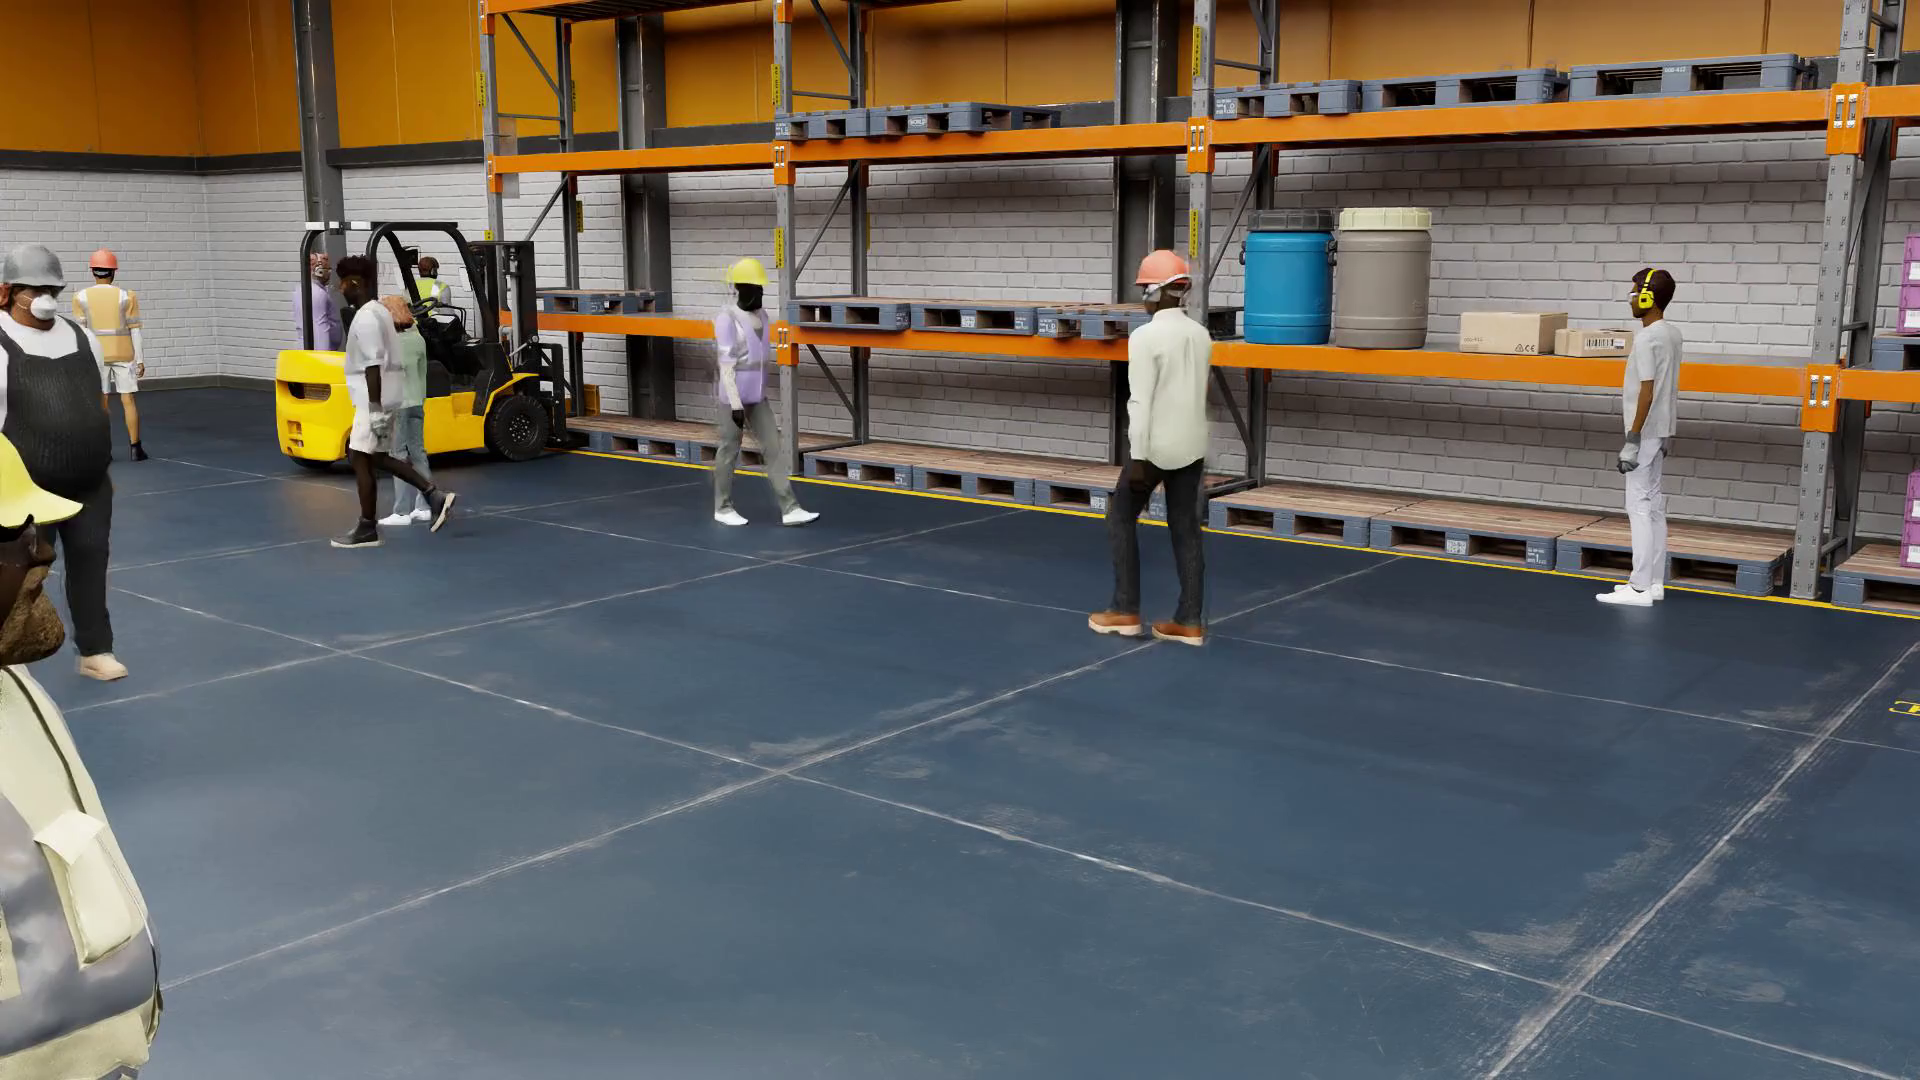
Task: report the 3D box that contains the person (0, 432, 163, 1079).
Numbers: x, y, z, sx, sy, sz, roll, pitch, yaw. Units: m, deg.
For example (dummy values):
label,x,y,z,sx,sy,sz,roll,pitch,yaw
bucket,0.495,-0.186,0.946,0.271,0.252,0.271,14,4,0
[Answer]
label,x,y,z,sx,sy,sz,roll,pitch,yaw
person,-1.240,0.731,2.143,0.404,1.837,0.593,-3,11,-17

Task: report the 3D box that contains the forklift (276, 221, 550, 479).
label,x,y,z,sx,sy,sz,roll,pitch,yaw
forklift,-4.922,-1.741,14.854,1.214,2.155,2.313,8,13,38

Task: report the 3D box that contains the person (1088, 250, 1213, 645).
label,x,y,z,sx,sy,sz,roll,pitch,yaw
person,0.956,-0.467,8.409,0.646,1.965,0.751,-9,14,-42

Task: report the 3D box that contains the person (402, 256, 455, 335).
label,x,y,z,sx,sy,sz,roll,pitch,yaw
person,-5.918,-2.257,18.688,0.627,1.844,0.429,3,11,17

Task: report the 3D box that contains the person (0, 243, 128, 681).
label,x,y,z,sx,sy,sz,roll,pitch,yaw
person,-4.240,-0.366,7.660,0.756,2.000,0.695,6,12,32

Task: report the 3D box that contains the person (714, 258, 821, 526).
label,x,y,z,sx,sy,sz,roll,pitch,yaw
person,-1.406,-1.005,11.616,0.933,1.881,0.607,6,12,29

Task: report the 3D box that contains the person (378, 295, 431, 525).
label,x,y,z,sx,sy,sz,roll,pitch,yaw
person,-3.991,-0.921,11.863,0.284,1.633,0.500,4,11,22

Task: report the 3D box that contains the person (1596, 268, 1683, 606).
label,x,y,z,sx,sy,sz,roll,pitch,yaw
person,3.794,-0.566,9.242,0.309,1.869,0.538,9,13,40

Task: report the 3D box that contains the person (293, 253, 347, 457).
label,x,y,z,sx,sy,sz,roll,pitch,yaw
person,-5.977,-1.720,15.563,0.399,1.900,0.645,-7,12,-33

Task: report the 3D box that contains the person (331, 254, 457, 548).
label,x,y,z,sx,sy,sz,roll,pitch,yaw
person,-3.801,-0.924,11.035,0.715,1.935,0.635,-1,10,-7

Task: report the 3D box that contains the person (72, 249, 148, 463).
label,x,y,z,sx,sy,sz,roll,pitch,yaw
person,-7.749,-1.671,15.175,0.552,1.935,0.374,-4,11,-21
